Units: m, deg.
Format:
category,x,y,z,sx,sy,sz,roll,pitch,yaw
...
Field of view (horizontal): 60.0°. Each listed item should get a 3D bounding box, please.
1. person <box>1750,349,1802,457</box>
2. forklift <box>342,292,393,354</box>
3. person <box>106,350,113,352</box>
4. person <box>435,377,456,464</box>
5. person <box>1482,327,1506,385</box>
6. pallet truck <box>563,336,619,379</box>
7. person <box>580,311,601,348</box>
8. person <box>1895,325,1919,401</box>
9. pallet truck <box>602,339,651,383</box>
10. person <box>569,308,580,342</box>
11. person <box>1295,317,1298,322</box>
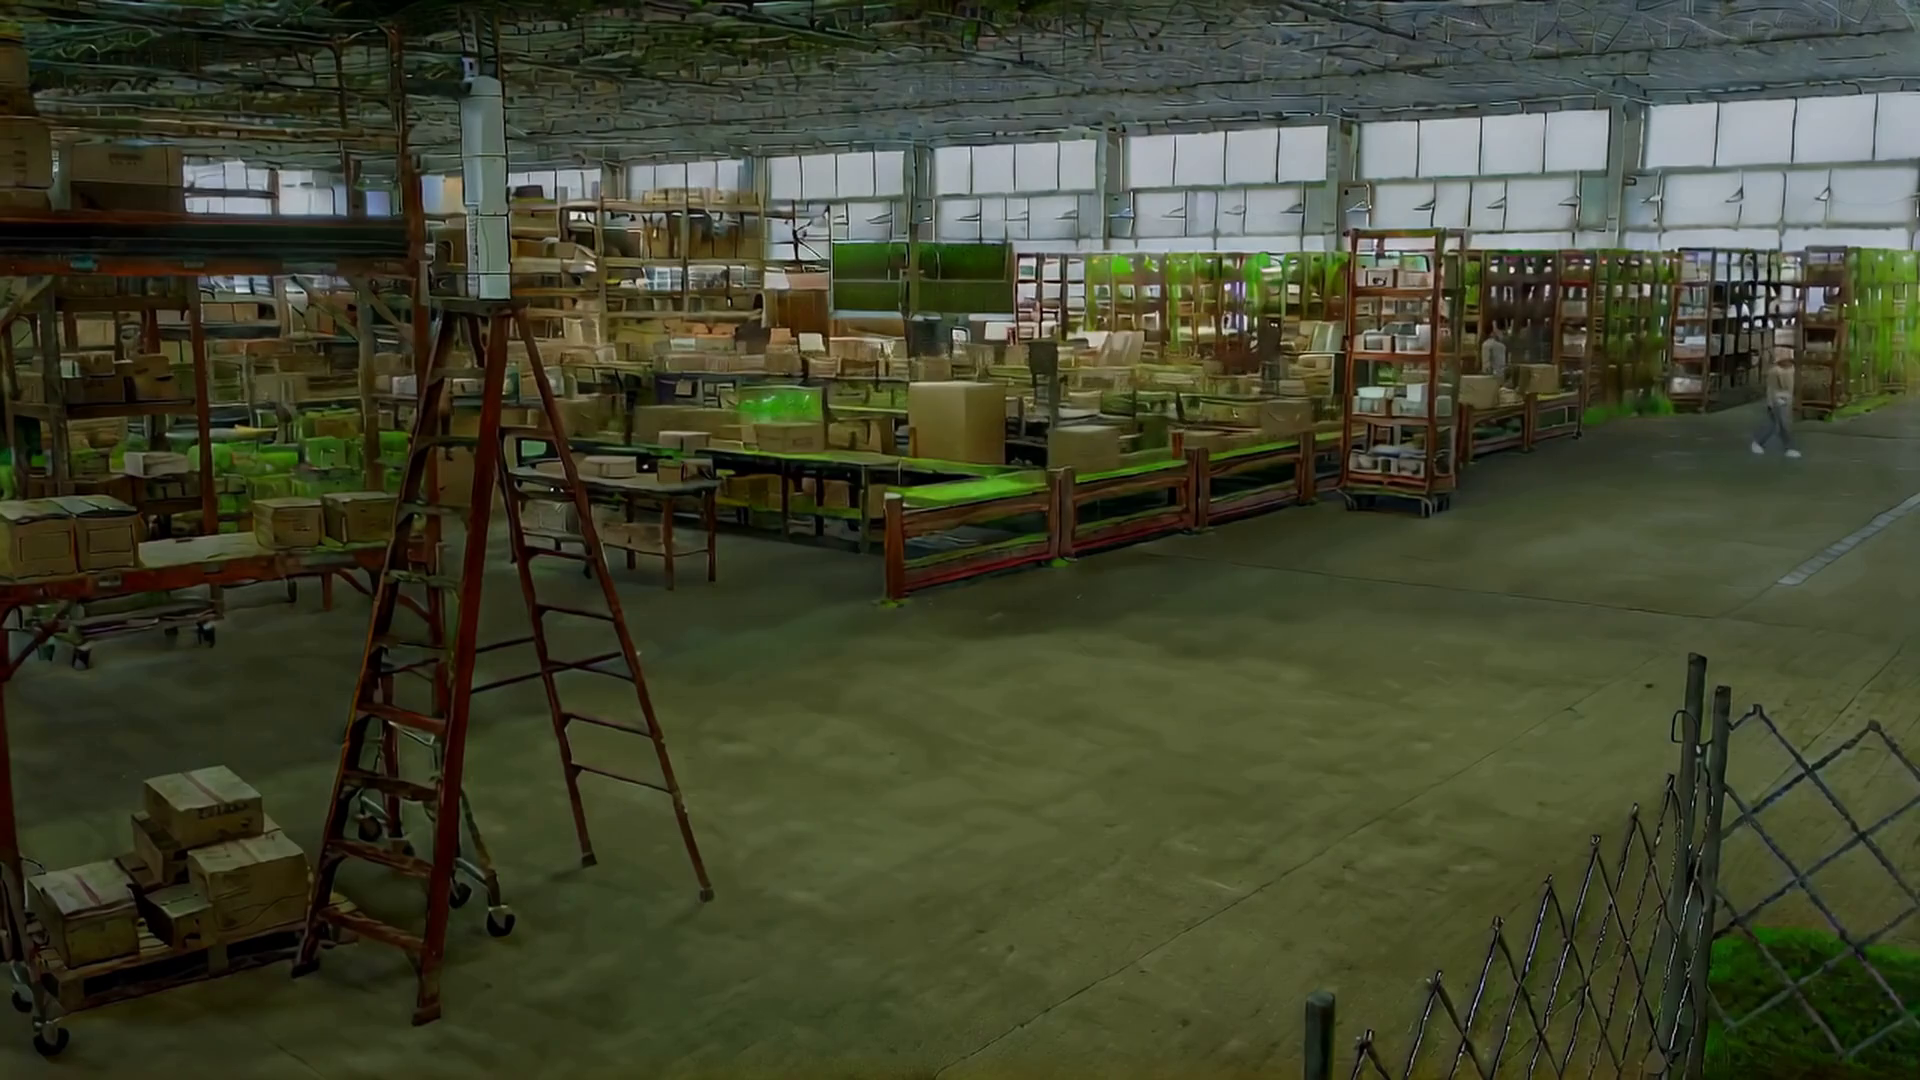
category,x,y,z,sx,sy,sz,roll,pitch,yaw
person,13.660,-2.298,27.776,0.589,1.794,0.917,-3,9,-16
forklift,-16.485,-5.622,45.120,1.129,2.768,1.873,7,11,37
person,-31.338,-7.531,60.953,0.520,1.627,0.378,7,11,36
person,-8.310,-2.105,26.634,0.326,1.769,0.524,7,12,39
person,11.298,-3.533,35.113,0.655,1.906,0.407,-7,12,-38
pallet truck,-10.690,-5.294,48.215,1.601,1.201,0.680,-5,10,-26
person,-11.237,-6.021,50.651,0.671,1.903,0.446,6,11,34
person,22.763,-4.183,39.446,0.800,1.820,0.576,6,11,31
pallet truck,-8.991,-4.871,45.351,0.653,1.274,1.630,7,11,37
person,-14.950,-8.126,64.409,0.525,1.700,0.462,2,9,14
person,10.284,-6.056,50.585,0.378,1.995,0.609,7,11,37
